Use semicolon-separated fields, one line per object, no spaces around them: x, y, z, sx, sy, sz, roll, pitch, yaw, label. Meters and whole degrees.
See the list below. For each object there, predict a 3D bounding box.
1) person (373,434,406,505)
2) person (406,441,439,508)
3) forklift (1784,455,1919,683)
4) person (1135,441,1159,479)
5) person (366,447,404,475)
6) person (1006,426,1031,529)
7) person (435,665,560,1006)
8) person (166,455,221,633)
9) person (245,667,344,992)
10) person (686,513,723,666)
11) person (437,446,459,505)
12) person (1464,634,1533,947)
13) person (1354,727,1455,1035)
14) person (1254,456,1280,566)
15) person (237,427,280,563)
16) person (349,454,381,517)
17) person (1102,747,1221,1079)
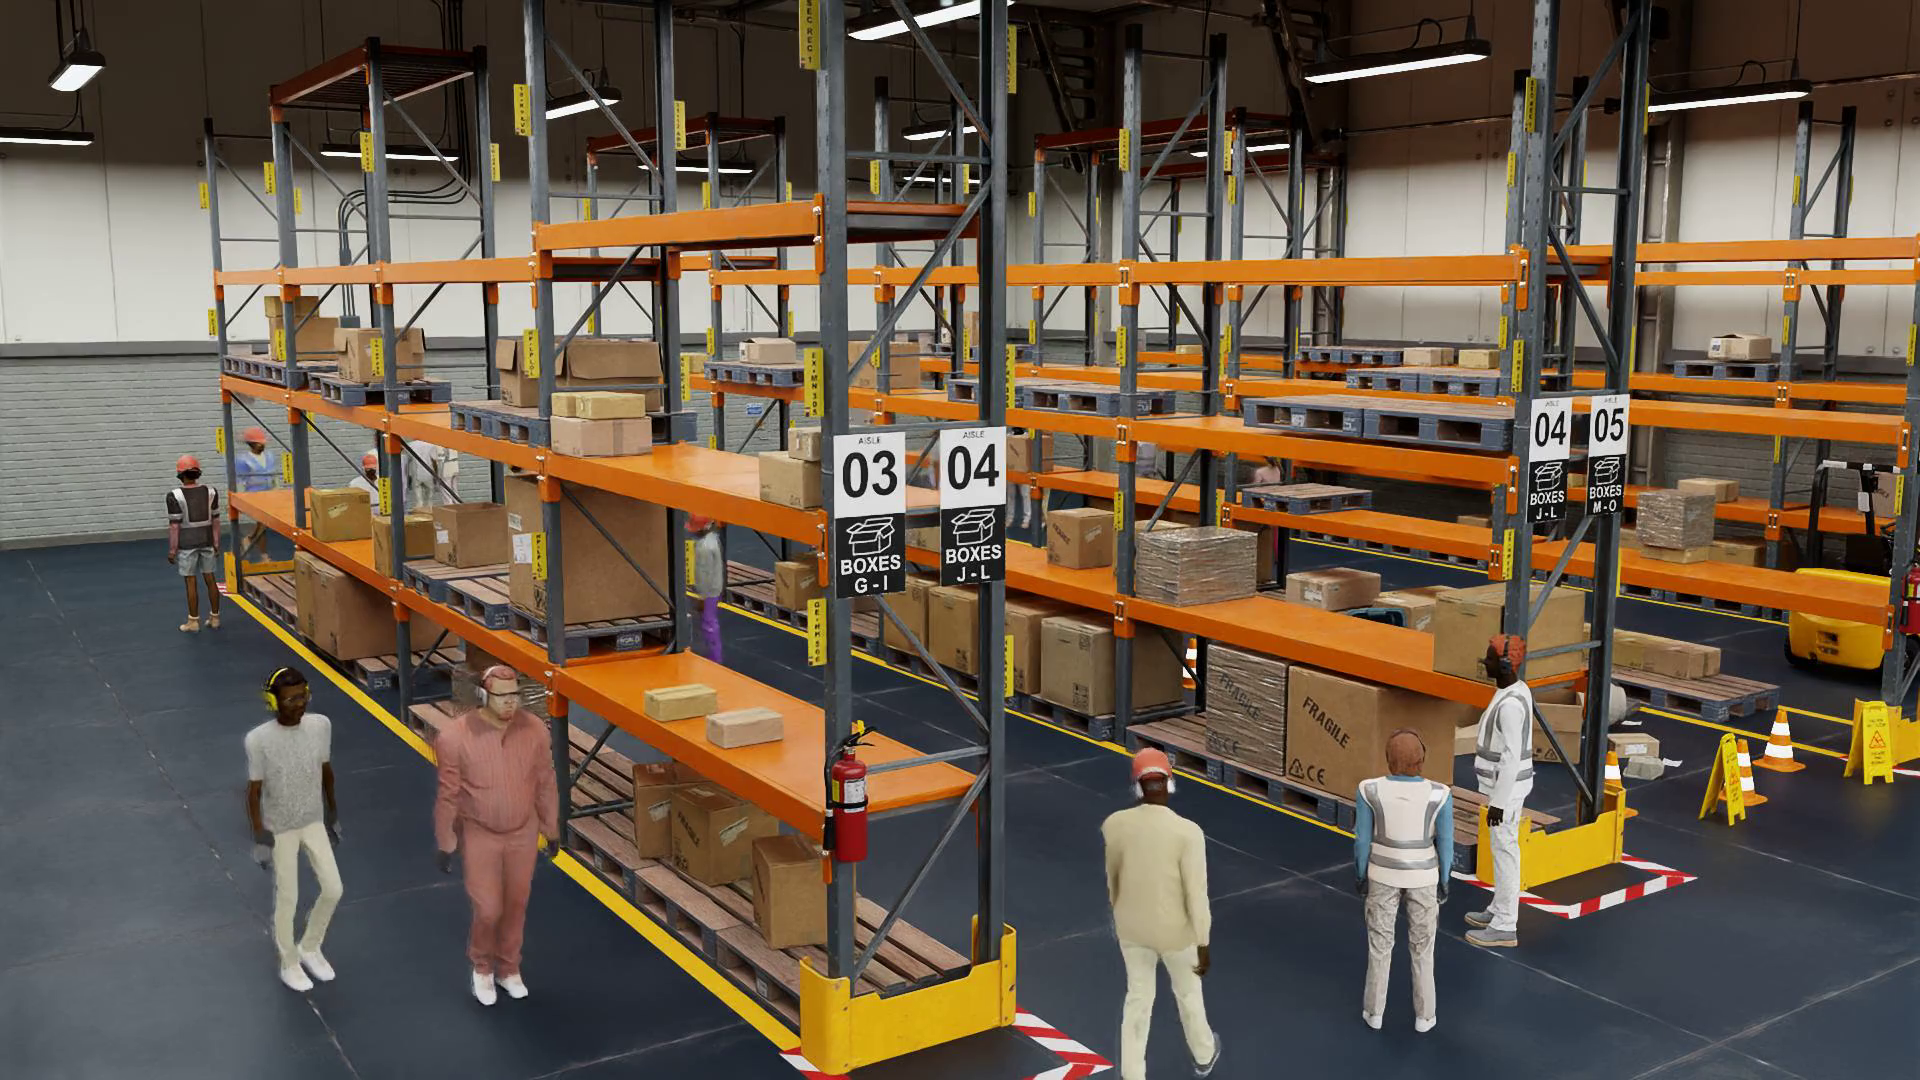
-7.847;-0.523;22.896;0.396;2.032;0.623;-1;9;-7;person
-8.528;-0.944;26.407;0.505;1.814;0.908;-2;9;-15;person
9.643;0.253;17.172;2.313;2.155;1.214;-6;10;-33;forklift
3.077;-1.194;28.030;0.617;1.818;0.473;-5;10;-31;person
-8.607;-0.752;24.900;0.605;1.884;0.944;-8;12;-43;person
0.951;-1.099;27.389;0.646;1.835;0.431;4;9;26;person
-2.503;1.615;9.101;0.684;1.887;0.465;-7;11;-38;person
-8.777;0.045;19.047;0.378;2.045;0.605;6;11;36;person
-3.687;1.607;9.284;0.442;1.852;0.566;8;11;41;person
-2.605;0.518;17.010;0.340;1.712;0.642;-1;9;-6;person
-8.341;-1.086;26.988;0.377;1.922;0.585;2;9;12;person
3.244;1.490;9.968;0.356;1.883;0.572;3;9;19;person
2.329;1.791;8.752;0.512;1.645;0.307;2;9;14;person
4.425;-0.494;23.719;0.541;1.723;0.905;-1;9;-7;person
-9.979;-0.604;23.501;0.802;2.011;0.640;3;9;22;person
-7.835;-0.282;22.190;0.573;1.749;0.343;-7;11;-38;person
1.023;1.860;8.124;0.623;1.690;0.814;6;10;34;person
